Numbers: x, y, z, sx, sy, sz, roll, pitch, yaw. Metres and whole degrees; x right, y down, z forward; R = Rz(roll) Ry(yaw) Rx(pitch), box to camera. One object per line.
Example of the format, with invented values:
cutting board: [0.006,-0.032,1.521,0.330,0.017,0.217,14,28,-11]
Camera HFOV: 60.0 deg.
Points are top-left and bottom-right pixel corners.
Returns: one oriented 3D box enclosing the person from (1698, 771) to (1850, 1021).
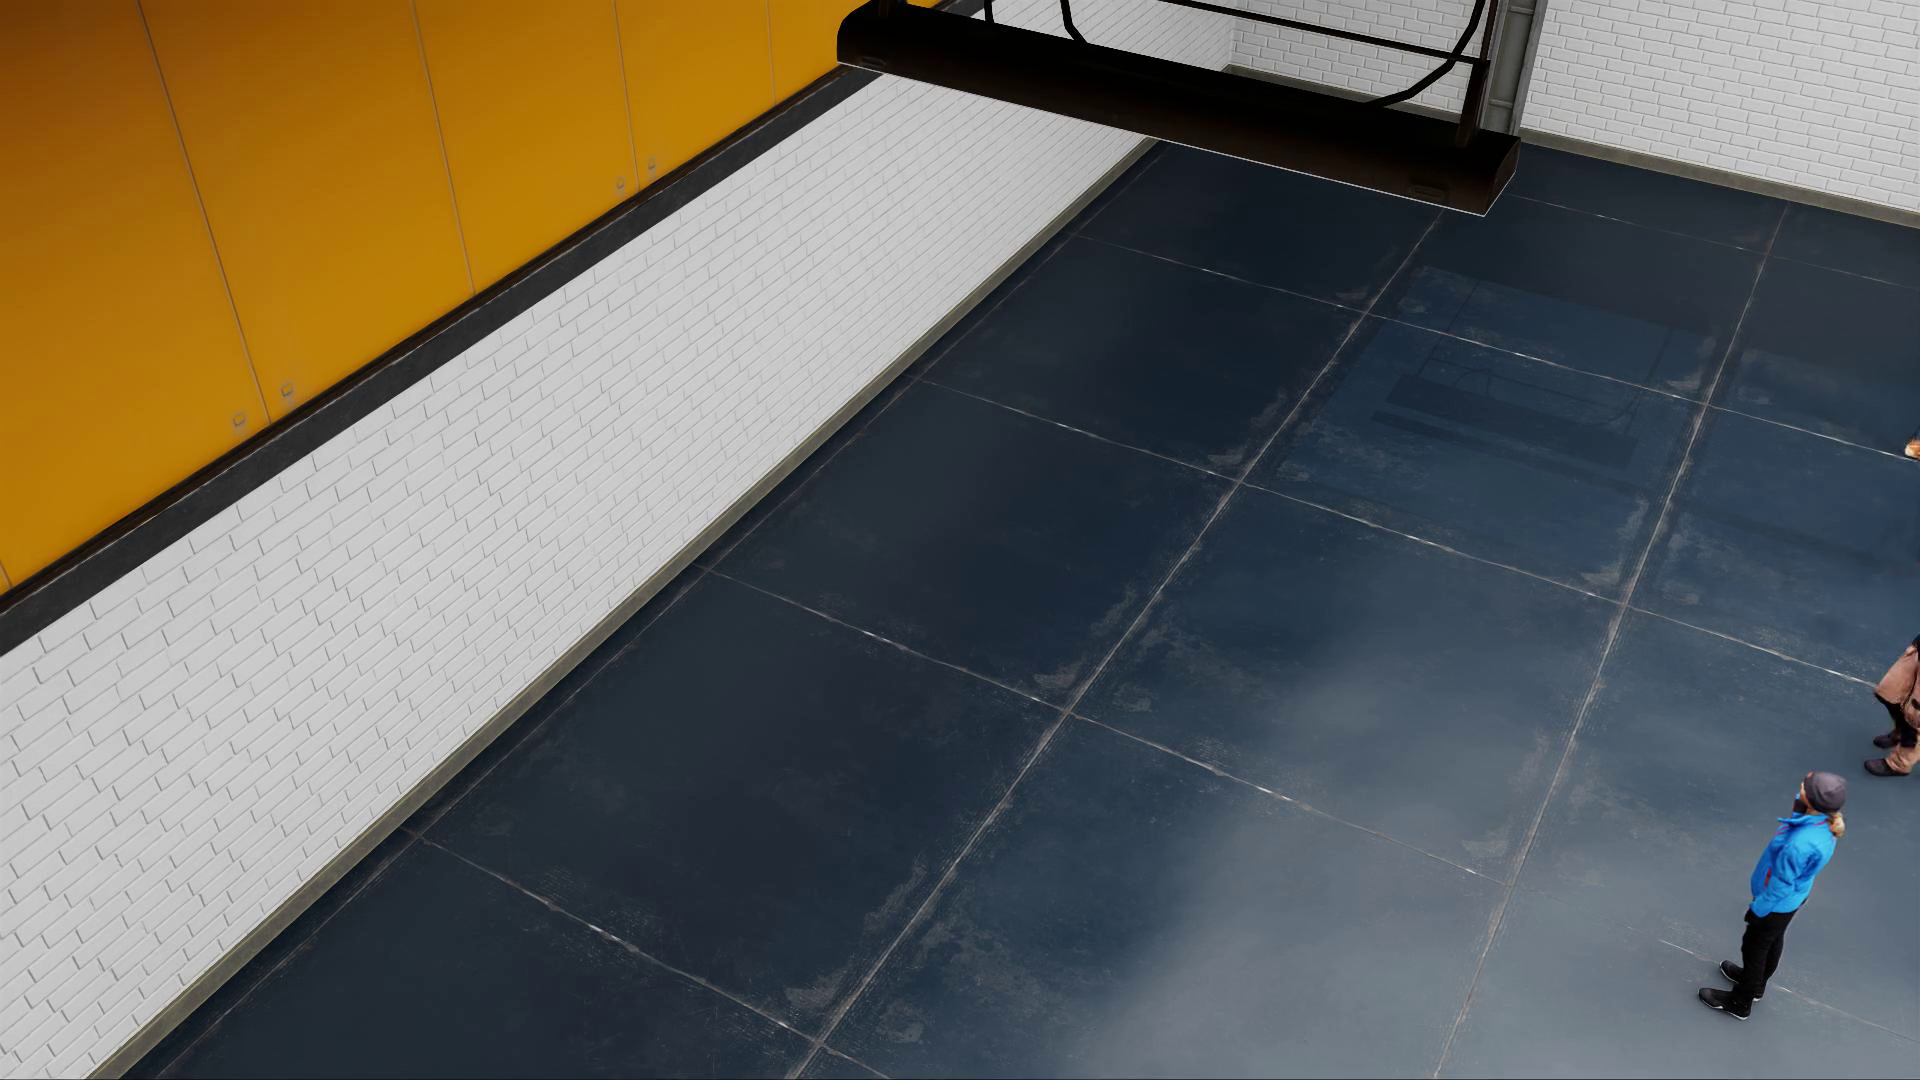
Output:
person: [4.361,1.890,8.838,0.673,1.800,0.617,-30,48,-32]
